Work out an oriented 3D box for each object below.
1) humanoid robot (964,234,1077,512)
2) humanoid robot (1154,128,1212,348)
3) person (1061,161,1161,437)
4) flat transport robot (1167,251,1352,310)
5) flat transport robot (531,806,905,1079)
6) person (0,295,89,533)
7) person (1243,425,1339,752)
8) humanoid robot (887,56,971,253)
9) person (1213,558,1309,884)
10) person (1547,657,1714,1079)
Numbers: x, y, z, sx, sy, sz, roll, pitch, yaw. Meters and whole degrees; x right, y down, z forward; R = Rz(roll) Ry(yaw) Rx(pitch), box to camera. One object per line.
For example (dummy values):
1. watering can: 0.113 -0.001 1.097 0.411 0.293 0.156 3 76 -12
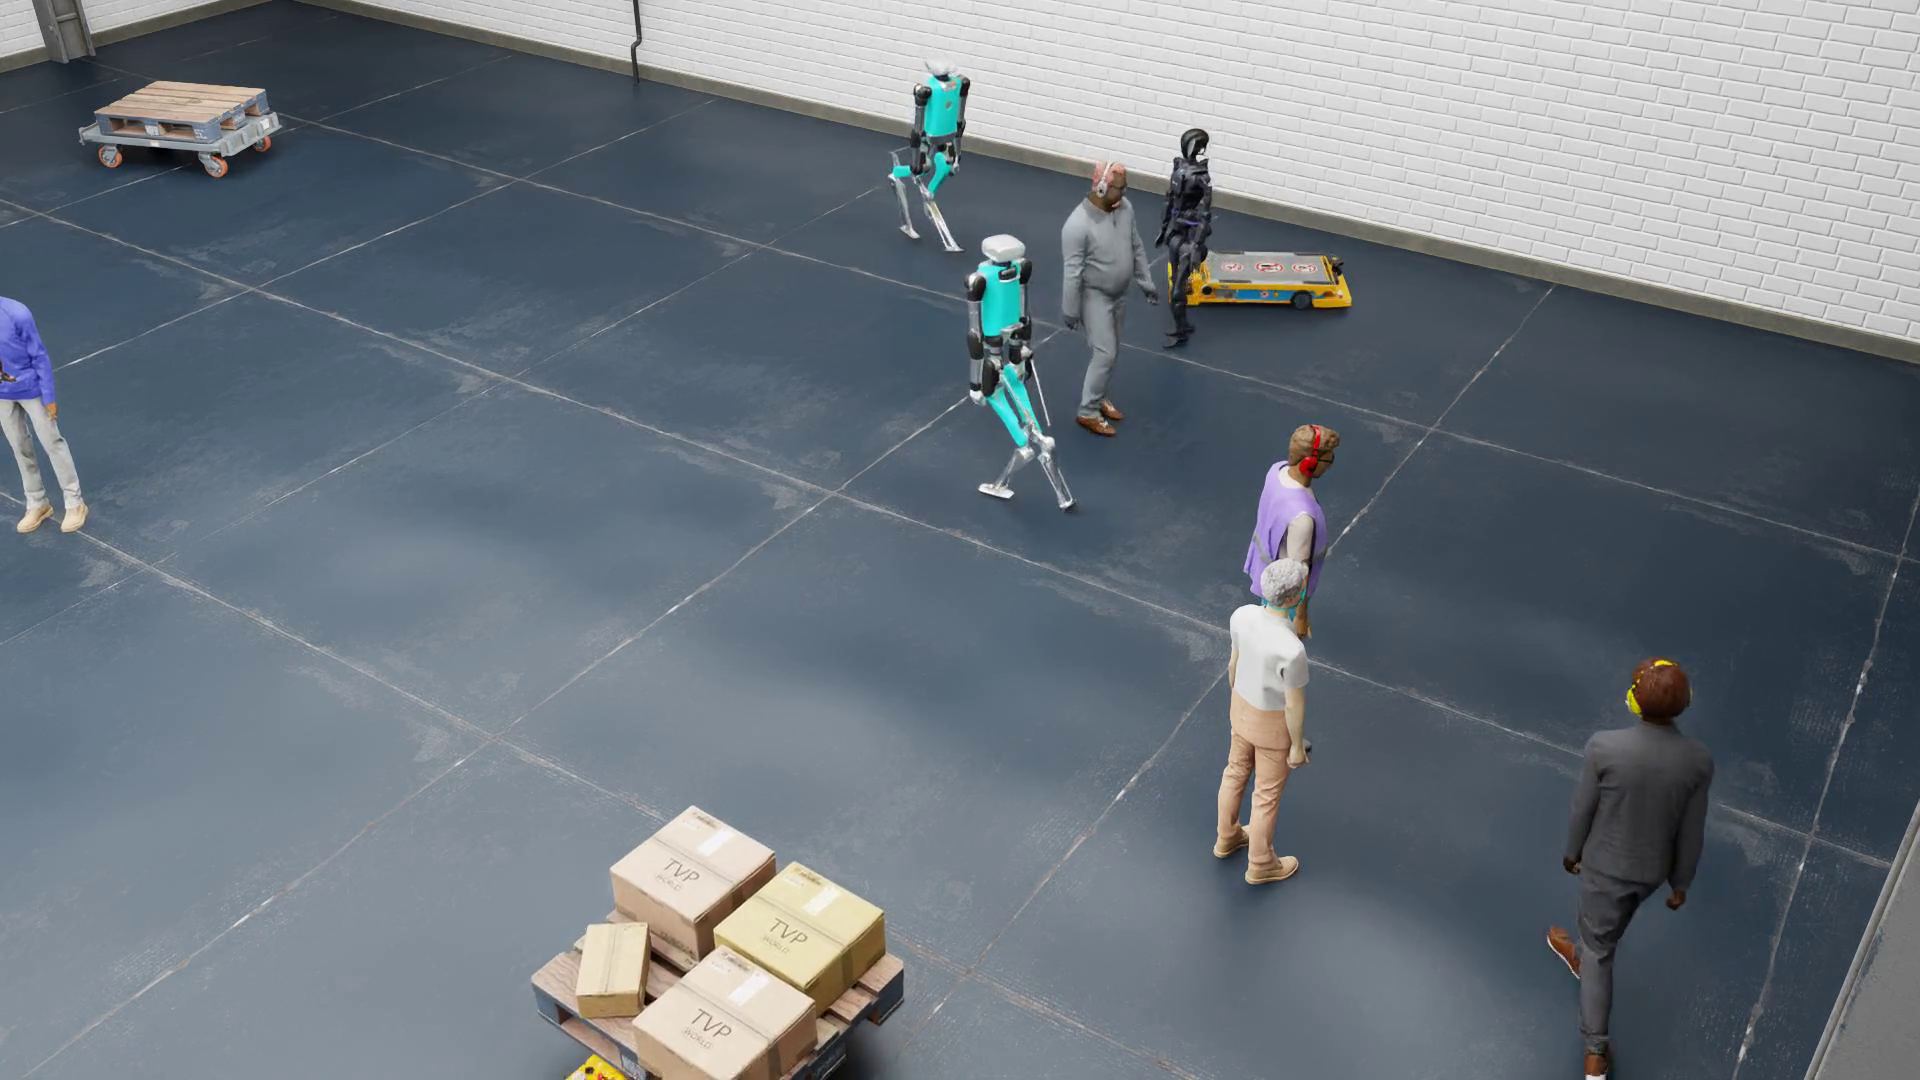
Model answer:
1. humanoid robot: 0.445 -0.936 10.412 0.861 1.853 0.557 27 42 36
2. humanoid robot: 1.668 -2.279 12.493 0.383 1.650 0.601 -15 35 -21
3. person: 1.019 -1.647 11.316 0.542 1.886 0.655 22 39 30
4. flat transport robot: 2.429 -2.119 13.553 1.431 0.231 0.659 1 33 2
5. flat transport robot: -1.000 2.056 7.057 0.659 0.231 1.431 22 39 30
6. person: -5.768 -0.894 10.170 0.460 1.870 0.358 1 33 2
7. person: 1.642 0.241 8.430 0.391 1.837 0.562 -3 33 -4
8. humanoid robot: -0.311 -3.240 13.969 0.537 1.739 1.019 -23 39 -31
9. person: 1.407 0.825 7.605 0.321 1.747 0.469 -19 37 -26
10. person: 2.725 1.318 6.769 0.493 1.830 0.899 1 33 2
